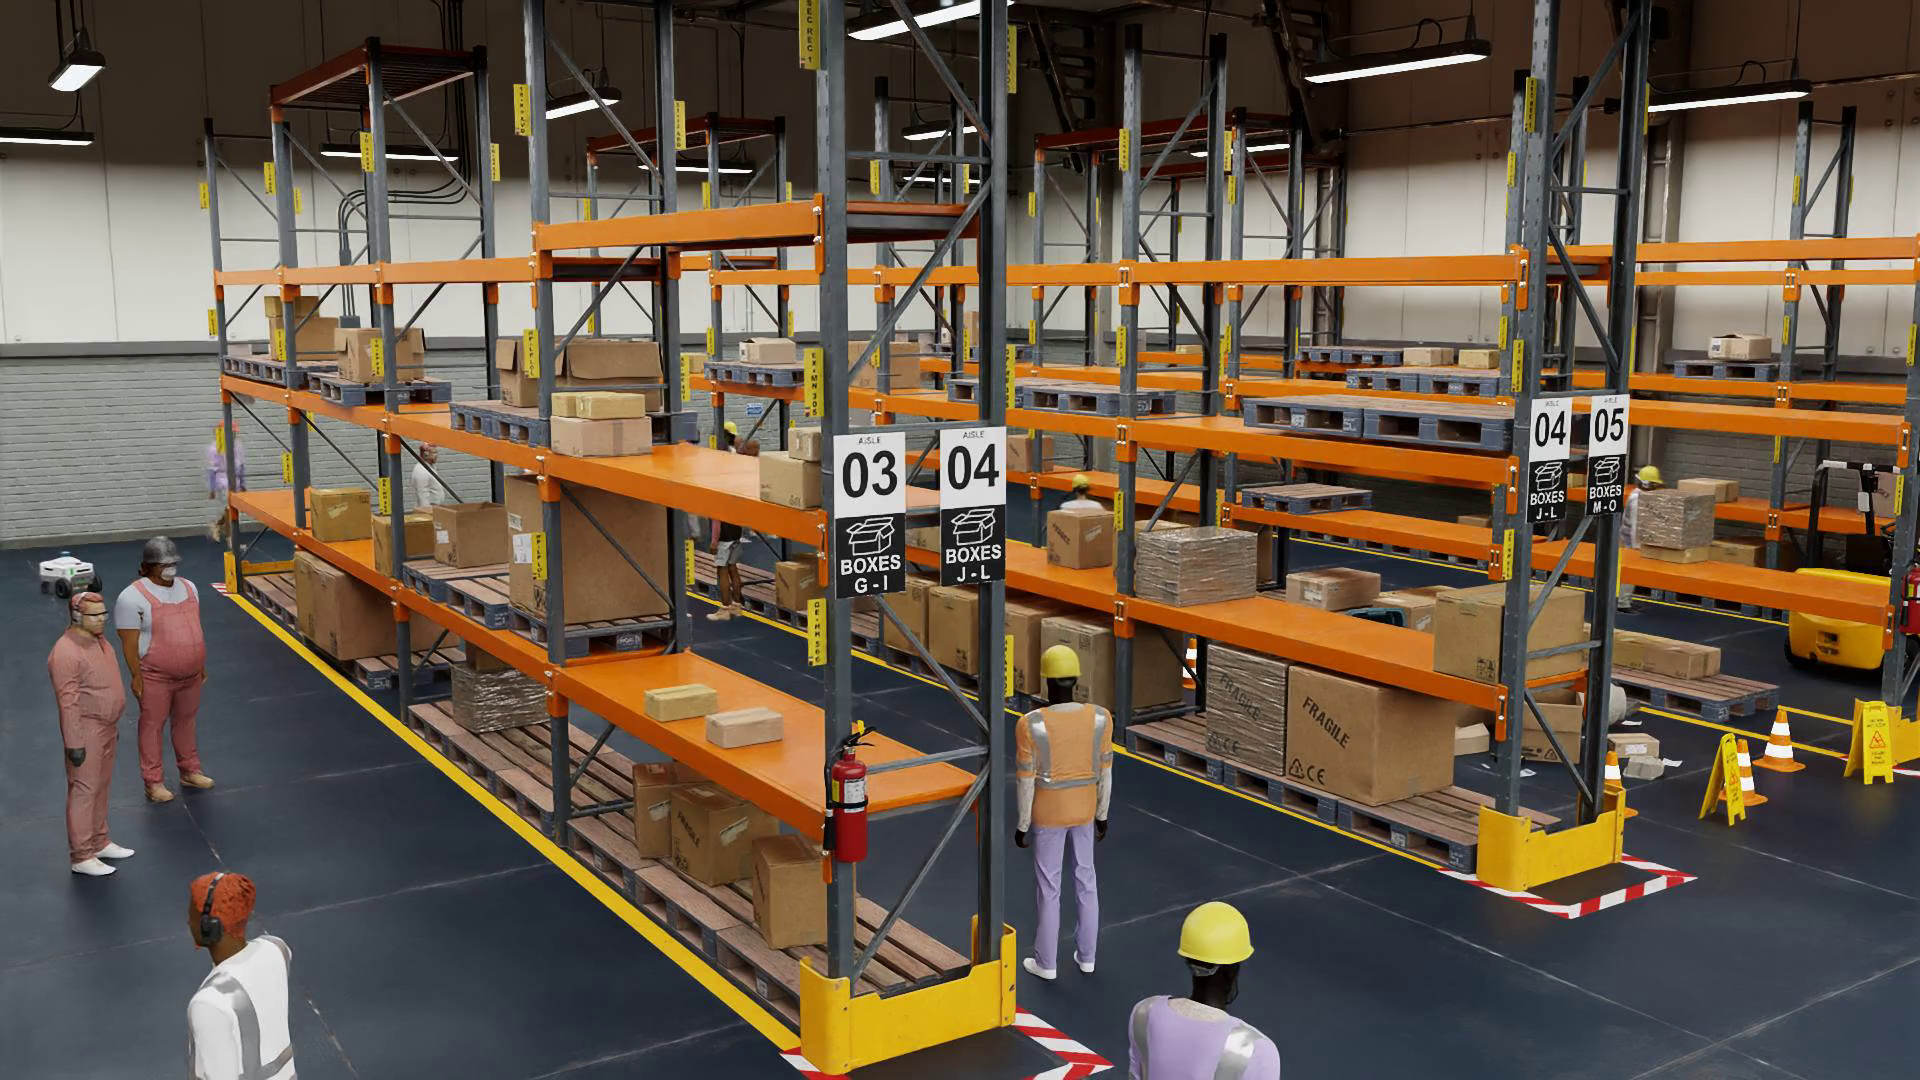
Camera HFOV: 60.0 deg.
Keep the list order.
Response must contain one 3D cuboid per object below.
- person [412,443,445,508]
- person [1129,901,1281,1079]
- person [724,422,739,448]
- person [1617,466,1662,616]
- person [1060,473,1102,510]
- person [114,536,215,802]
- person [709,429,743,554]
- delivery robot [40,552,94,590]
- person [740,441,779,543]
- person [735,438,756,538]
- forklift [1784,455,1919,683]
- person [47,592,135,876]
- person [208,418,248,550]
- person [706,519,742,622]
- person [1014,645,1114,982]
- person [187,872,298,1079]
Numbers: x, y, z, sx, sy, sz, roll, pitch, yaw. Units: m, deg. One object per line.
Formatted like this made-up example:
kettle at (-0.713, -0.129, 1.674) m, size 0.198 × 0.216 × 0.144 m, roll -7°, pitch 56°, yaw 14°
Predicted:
person at (-7.112, -0.367, 22.301) m, size 0.399 × 1.900 × 0.636 m, roll -2°, pitch 9°, yaw -12°
person at (0.816, 2.141, 5.531) m, size 0.404 × 1.919 × 0.586 m, roll -8°, pitch 12°, yaw -44°
person at (-3.536, -0.845, 25.384) m, size 0.377 × 1.919 × 0.594 m, roll -1°, pitch 9°, yaw -5°
person at (8.201, 0.008, 20.088) m, size 0.435 × 1.815 × 0.596 m, roll 4°, pitch 9°, yaw 26°
person at (1.440, 0.082, 19.776) m, size 0.528 × 1.753 × 0.504 m, roll -2°, pitch 9°, yaw -13°
person at (-6.096, 0.976, 12.866) m, size 0.537 × 2.000 × 0.683 m, roll 4°, pitch 9°, yaw 25°
person at (-3.502, -0.705, 24.607) m, size 0.639 × 1.863 × 0.912 m, roll -6°, pitch 10°, yaw -34°
delivery robot at (-11.468, 0.394, 21.351) m, size 0.707 × 0.478 × 0.477 m, roll 5°, pitch 10°, yaw 29°
person at (-3.114, -0.744, 25.820) m, size 0.868 × 1.583 × 0.507 m, roll -1°, pitch 9°, yaw -7°
person at (-3.512, -0.853, 26.558) m, size 0.504 × 1.580 × 0.837 m, roll -4°, pitch 9°, yaw -24°
forklift at (9.643, 0.253, 17.172) m, size 2.313 × 2.155 × 1.214 m, roll -6°, pitch 10°, yaw -33°
person at (-5.842, 1.289, 11.230) m, size 0.401 × 1.904 × 0.649 m, roll -1°, pitch 9°, yaw -6°
person at (-11.104, -0.852, 25.083) m, size 0.716 × 2.028 × 0.632 m, roll 3°, pitch 9°, yaw 17°
person at (-2.790, -0.047, 19.739) m, size 0.408 × 2.028 × 0.614 m, roll 3°, pitch 9°, yaw 20°
person at (0.580, 1.545, 9.446) m, size 0.587 × 1.929 × 0.361 m, roll -3°, pitch 9°, yaw -19°
person at (-2.562, 2.094, 5.947) m, size 0.361 × 1.883 × 0.574 m, roll 0°, pitch 9°, yaw 1°
